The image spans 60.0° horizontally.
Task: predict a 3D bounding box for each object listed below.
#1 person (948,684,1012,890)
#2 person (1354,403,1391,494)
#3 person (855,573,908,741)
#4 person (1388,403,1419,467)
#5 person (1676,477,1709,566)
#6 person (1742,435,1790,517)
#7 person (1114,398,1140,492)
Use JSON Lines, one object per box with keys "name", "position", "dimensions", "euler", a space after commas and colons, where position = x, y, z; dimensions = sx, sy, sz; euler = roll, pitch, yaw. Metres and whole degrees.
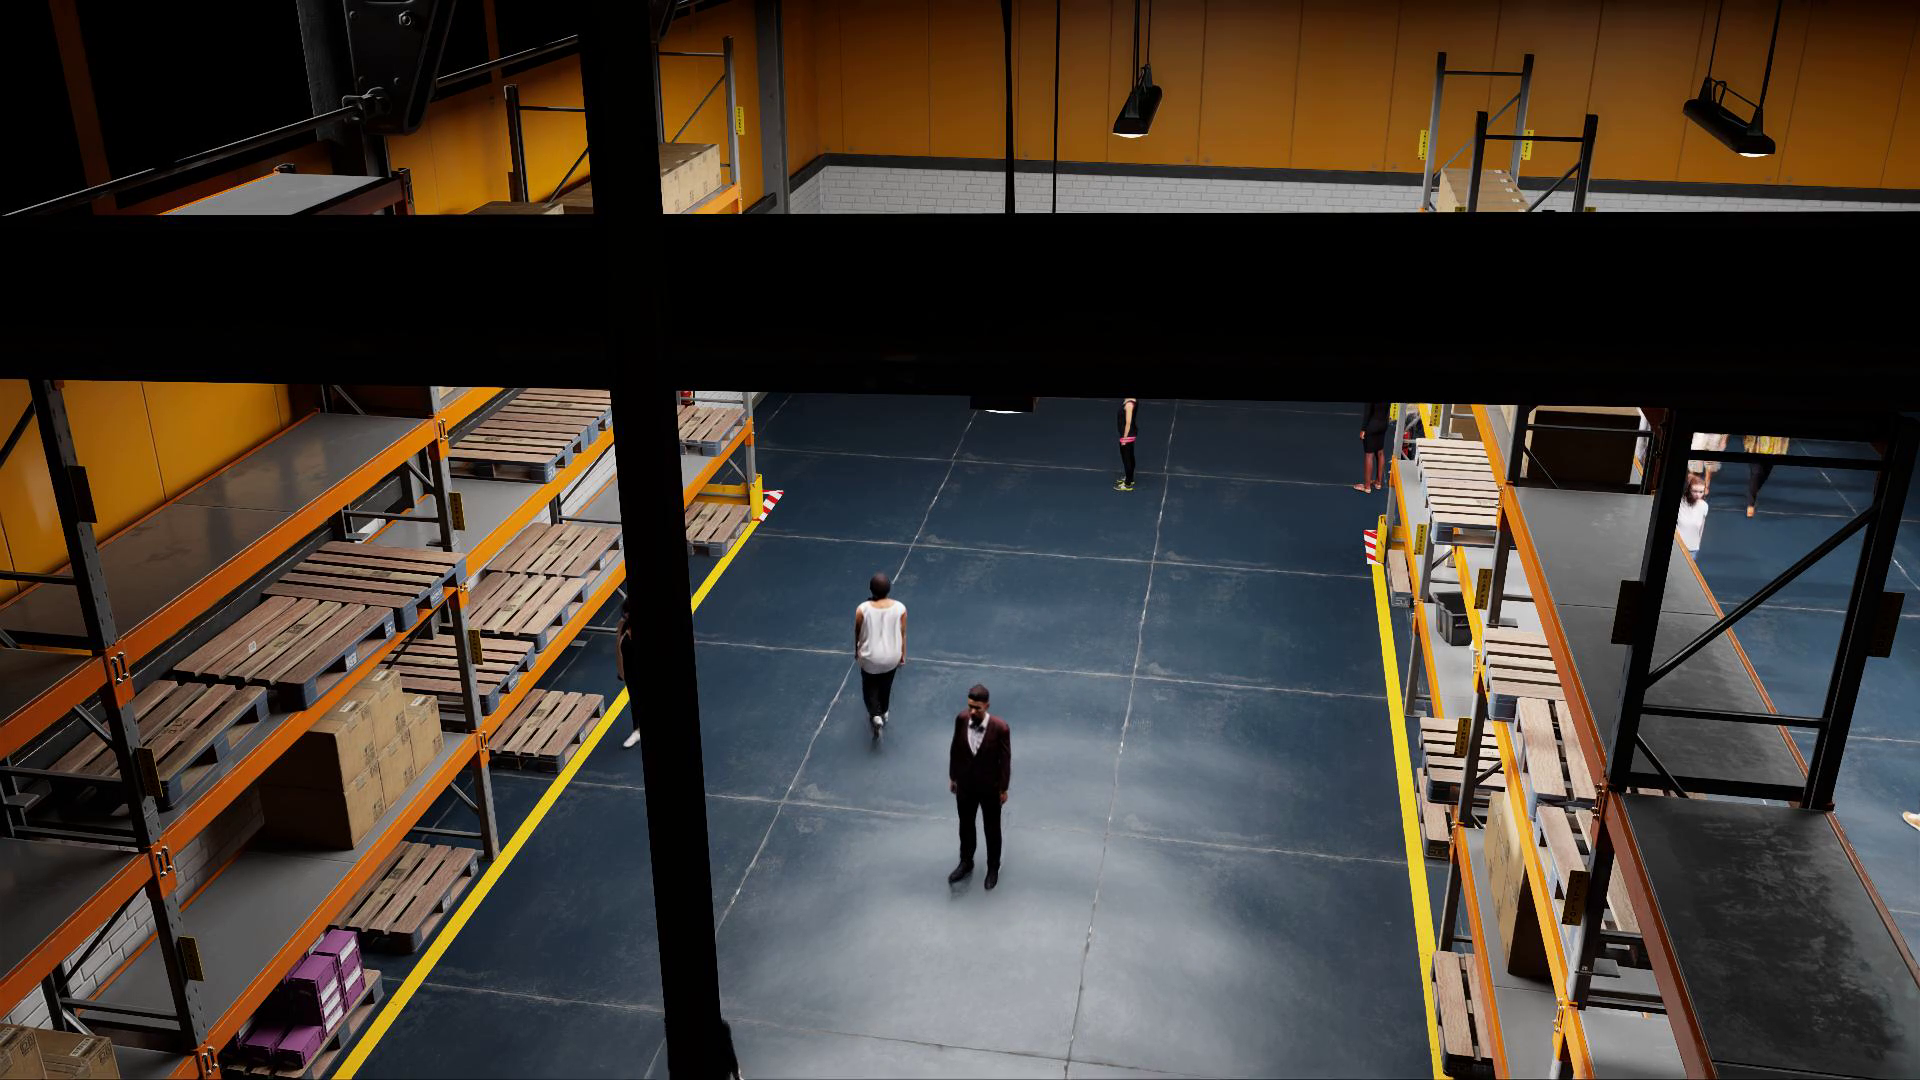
{"name": "person", "position": [0.165, 2.035, 13.954], "dimensions": [0.736, 1.863, 0.661], "euler": [10, 25, 21]}
{"name": "person", "position": [5.534, -1.481, 22.177], "dimensions": [0.676, 1.720, 0.731], "euler": [-15, 28, -30]}
{"name": "person", "position": [-0.791, 1.135, 16.255], "dimensions": [0.897, 1.669, 1.092], "euler": [-5, 24, -11]}
{"name": "person", "position": [6.166, -1.660, 22.914], "dimensions": [0.719, 1.458, 0.777], "euler": [-10, 25, -21]}
{"name": "person", "position": [8.031, 0.095, 18.593], "dimensions": [0.634, 1.701, 1.155], "euler": [6, 24, 14]}
{"name": "person", "position": [10.430, -1.153, 21.559], "dimensions": [0.794, 1.613, 1.092], "euler": [8, 25, 17]}
{"name": "person", "position": [2.259, -1.438, 22.286], "dimensions": [0.610, 1.552, 0.464], "euler": [6, 24, 14]}
